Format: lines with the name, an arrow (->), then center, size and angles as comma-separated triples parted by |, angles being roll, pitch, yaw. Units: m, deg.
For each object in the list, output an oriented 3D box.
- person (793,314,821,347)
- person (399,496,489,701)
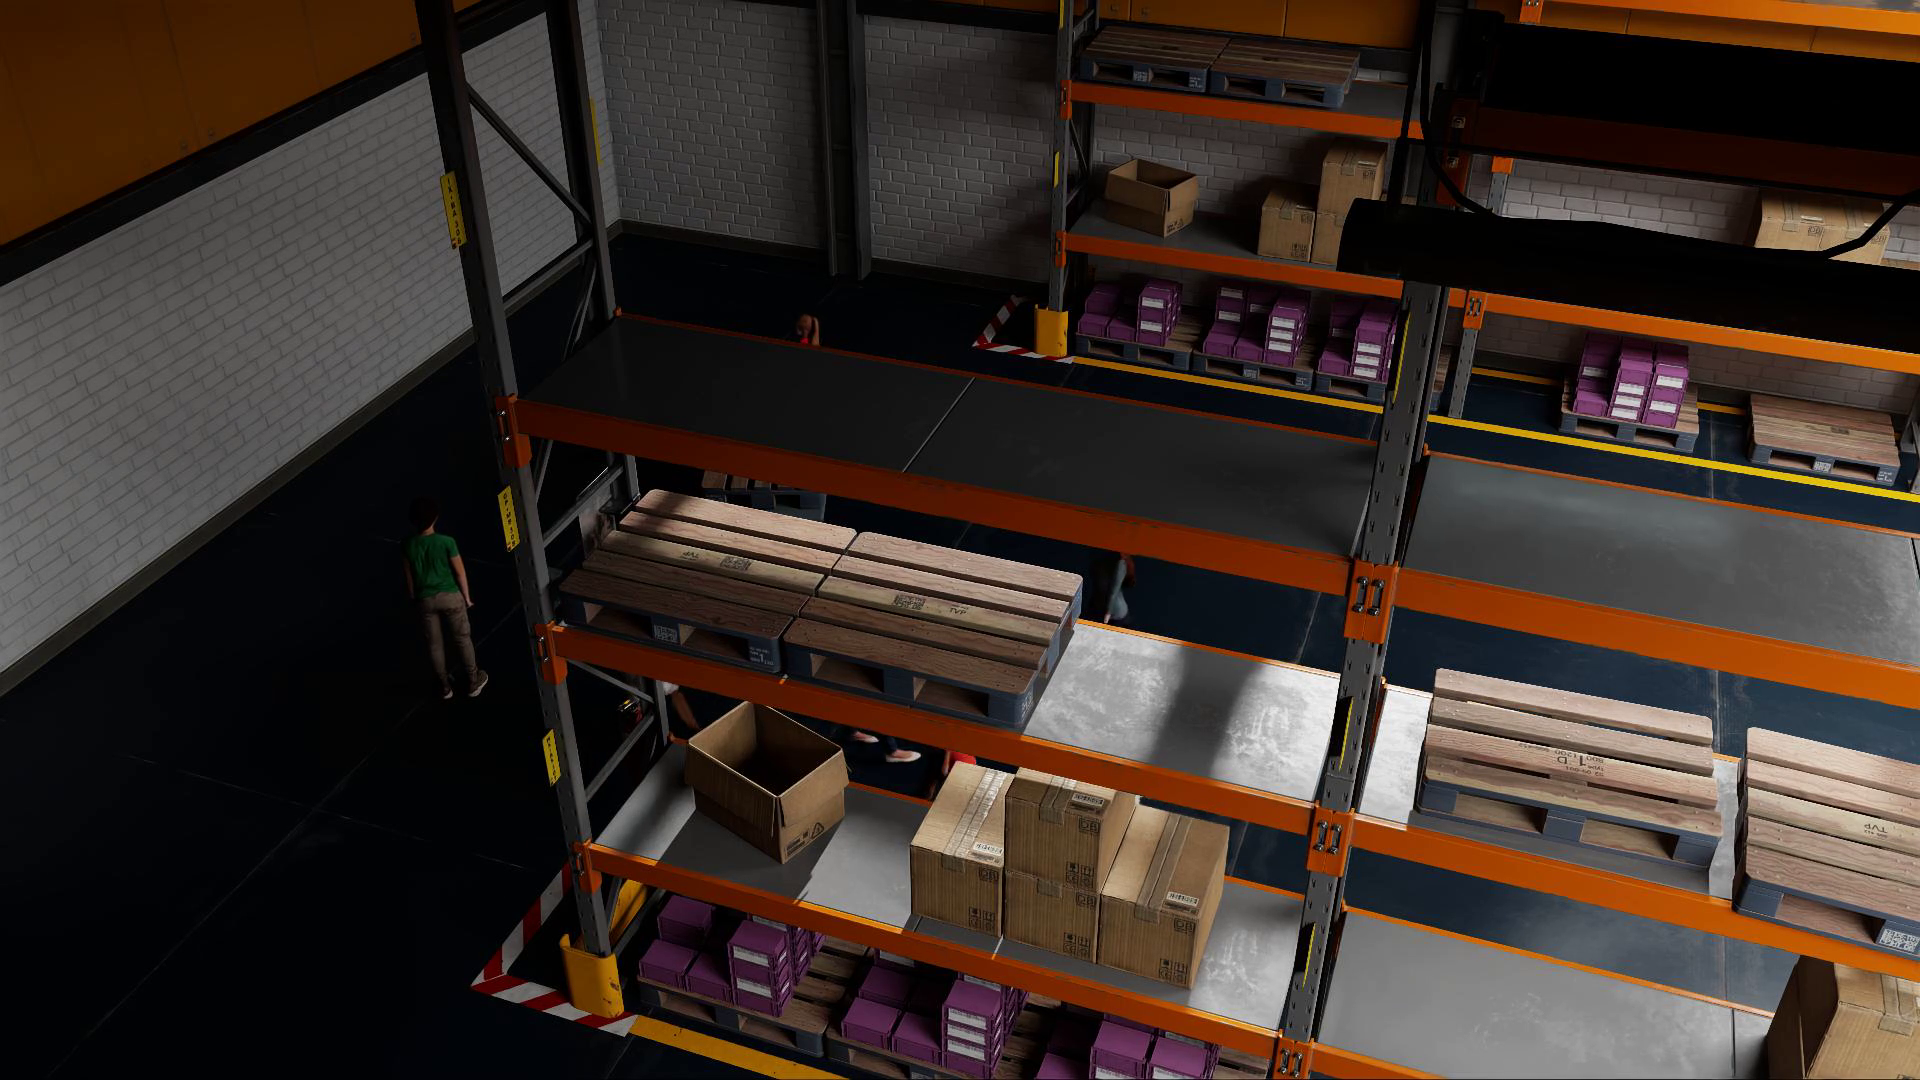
person -> -1.320, -1.456, 15.133 | 0.923, 1.256, 0.531 | 8, 35, 12
person -> -3.739, 0.422, 11.952 | 0.596, 1.651, 0.714 | -2, 34, -3
